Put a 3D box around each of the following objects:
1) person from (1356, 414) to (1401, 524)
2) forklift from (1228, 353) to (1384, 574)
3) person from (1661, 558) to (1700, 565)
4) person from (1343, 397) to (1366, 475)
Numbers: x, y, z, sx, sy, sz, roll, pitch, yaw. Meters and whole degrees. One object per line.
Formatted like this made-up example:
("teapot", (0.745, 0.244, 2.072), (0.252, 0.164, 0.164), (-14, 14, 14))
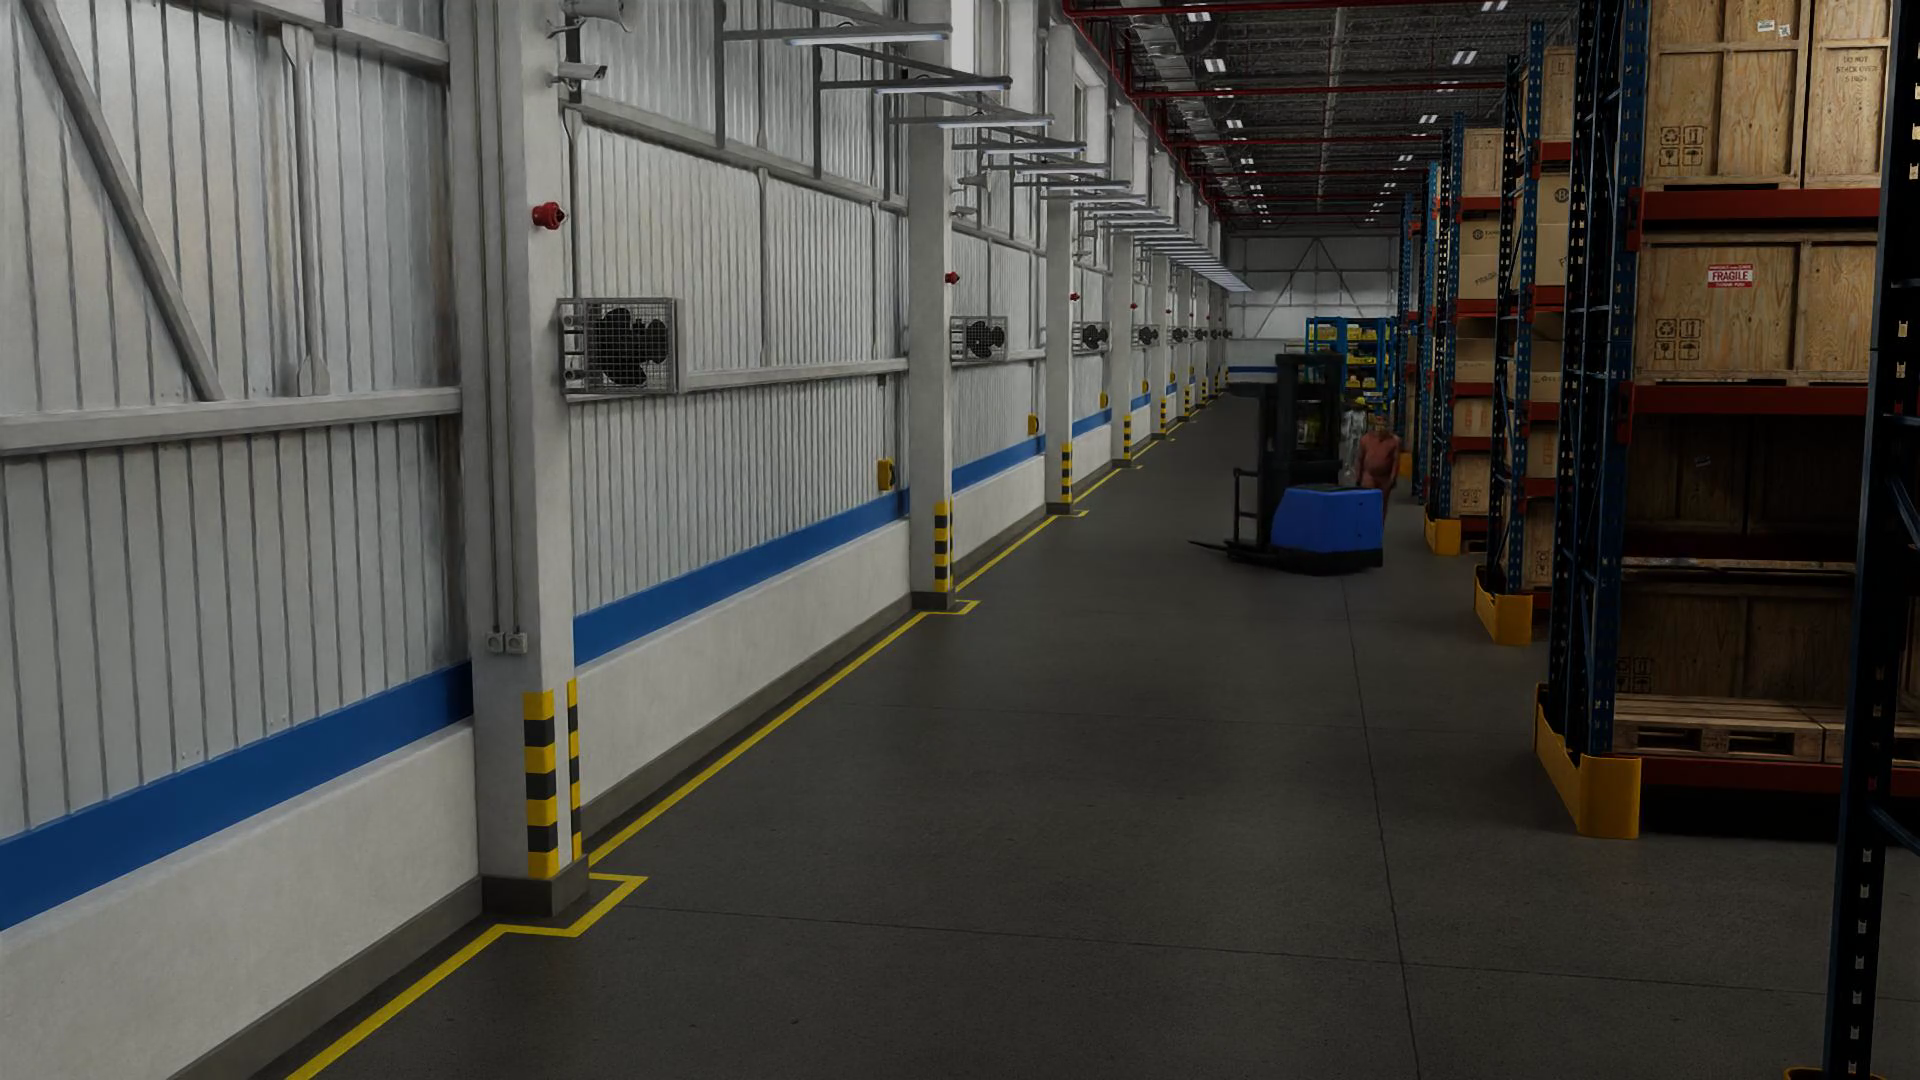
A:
("person", (6.321, -0.980, 25.192), (0.656, 1.883, 0.707), (1, 7, 10))
("forklift", (4.583, -1.057, 21.850), (1.129, 2.768, 1.873), (-4, 8, -30))
("person", (6.189, 0.460, 14.356), (0.571, 1.711, 0.615), (2, 7, 12))
("person", (8.556, -2.237, 35.910), (0.573, 1.708, 0.698), (-2, 8, -19))
